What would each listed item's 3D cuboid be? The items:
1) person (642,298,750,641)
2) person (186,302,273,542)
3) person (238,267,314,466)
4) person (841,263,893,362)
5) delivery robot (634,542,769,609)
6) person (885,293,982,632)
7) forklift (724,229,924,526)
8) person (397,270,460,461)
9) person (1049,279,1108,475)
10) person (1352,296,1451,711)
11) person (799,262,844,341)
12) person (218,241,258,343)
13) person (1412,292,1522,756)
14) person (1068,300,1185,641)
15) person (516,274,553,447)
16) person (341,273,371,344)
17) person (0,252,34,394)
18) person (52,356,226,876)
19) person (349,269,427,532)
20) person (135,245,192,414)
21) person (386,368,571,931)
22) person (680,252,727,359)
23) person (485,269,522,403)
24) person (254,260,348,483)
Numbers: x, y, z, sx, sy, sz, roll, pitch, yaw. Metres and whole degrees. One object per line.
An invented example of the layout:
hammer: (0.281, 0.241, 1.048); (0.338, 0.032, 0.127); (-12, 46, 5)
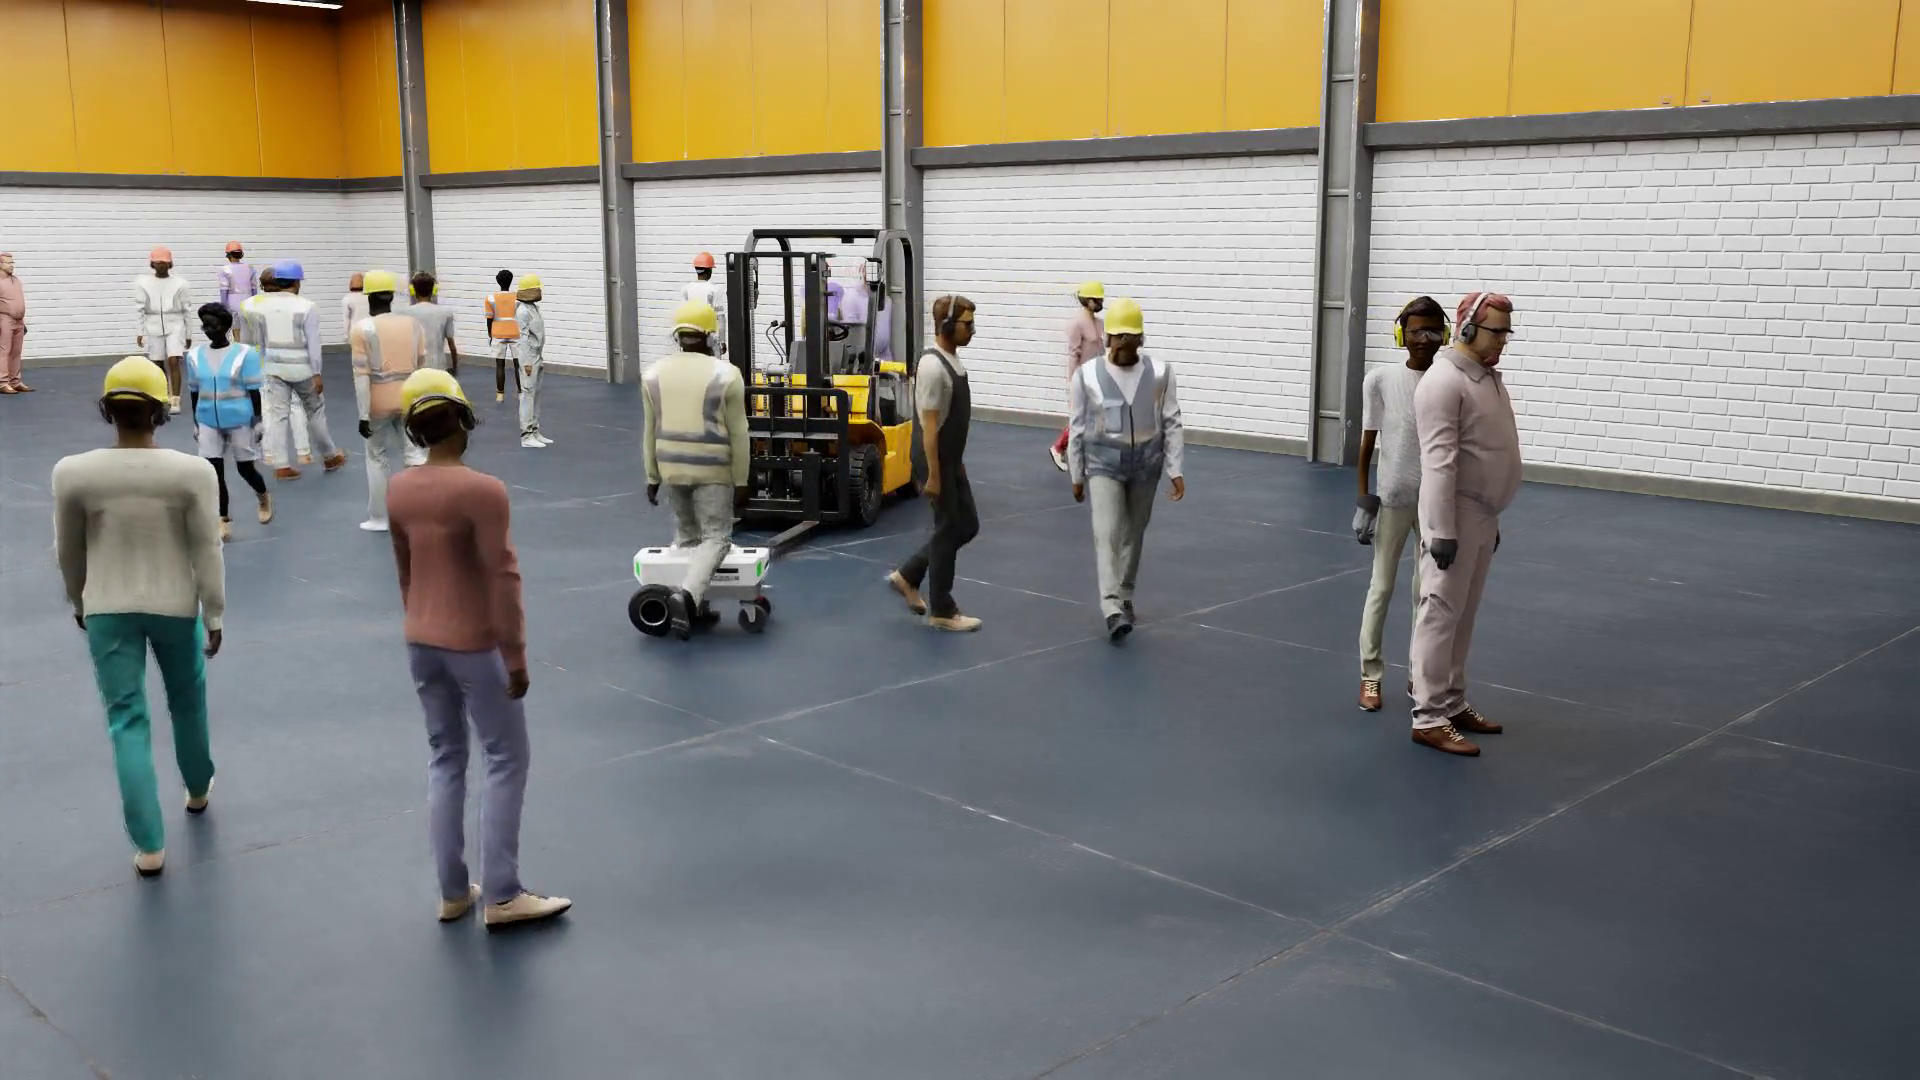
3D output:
person: (-1.407, -0.357, 8.743); (0.601, 1.813, 0.714); (3, 11, 17)
person: (-5.146, -0.843, 11.726); (0.538, 1.673, 0.651); (0, 10, 0)
person: (-6.333, -1.608, 15.462); (0.634, 1.839, 0.429); (-3, 11, -18)
person: (-0.955, -1.862, 16.737); (0.633, 1.885, 0.808); (-9, 13, -39)
delivery robot: (-1.397, 0.163, 9.052); (0.707, 0.478, 0.477); (0, 10, 0)
person: (-0.121, -0.406, 8.942); (0.474, 1.828, 0.535); (2, 11, 12)
forklift: (-1.050, -1.319, 12.920); (1.214, 2.155, 2.313); (2, 11, 13)
person: (-4.750, -1.490, 14.875); (0.546, 1.830, 0.968); (-4, 11, -22)
person: (1.103, -1.425, 14.716); (0.459, 1.754, 0.525); (7, 13, 35)
person: (2.034, -0.156, 7.463); (0.535, 1.868, 0.309); (0, 10, -2)
person: (-1.655, -2.450, 20.030); (0.563, 1.847, 0.395); (-4, 11, -23)
person: (-11.240, -3.626, 25.907); (0.393, 2.044, 0.609); (9, 13, 39)
person: (2.121, -0.076, 6.943); (0.406, 1.901, 0.639); (7, 12, 33)
person: (0.898, -0.376, 8.888); (0.592, 1.781, 0.924); (-1, 10, -7)
person: (-4.316, -1.815, 16.849); (0.297, 1.744, 0.493); (0, 10, 1)
person: (-8.088, -2.798, 22.521); (0.514, 1.621, 0.435); (-5, 12, -27)
person: (-12.853, -2.932, 22.507); (0.401, 1.904, 0.650); (1, 10, 3)
person: (-2.822, 0.231, 5.768); (0.528, 1.720, 0.882); (-5, 11, -23)
person: (-4.006, -0.963, 11.817); (0.812, 1.895, 0.596); (8, 13, 37)
person: (-9.585, -2.542, 20.076); (0.616, 2.021, 0.850); (-3, 11, -17)
person: (-1.548, 0.334, 5.188); (0.596, 1.730, 0.358); (6, 12, 31)
person: (-2.933, -2.339, 19.180); (0.551, 1.937, 0.357); (3, 11, 18)
person: (-5.771, -2.591, 21.215); (0.535, 1.697, 0.316); (-3, 11, -15)
person: (-5.807, -1.492, 14.629); (0.644, 1.905, 0.937); (2, 11, 9)
